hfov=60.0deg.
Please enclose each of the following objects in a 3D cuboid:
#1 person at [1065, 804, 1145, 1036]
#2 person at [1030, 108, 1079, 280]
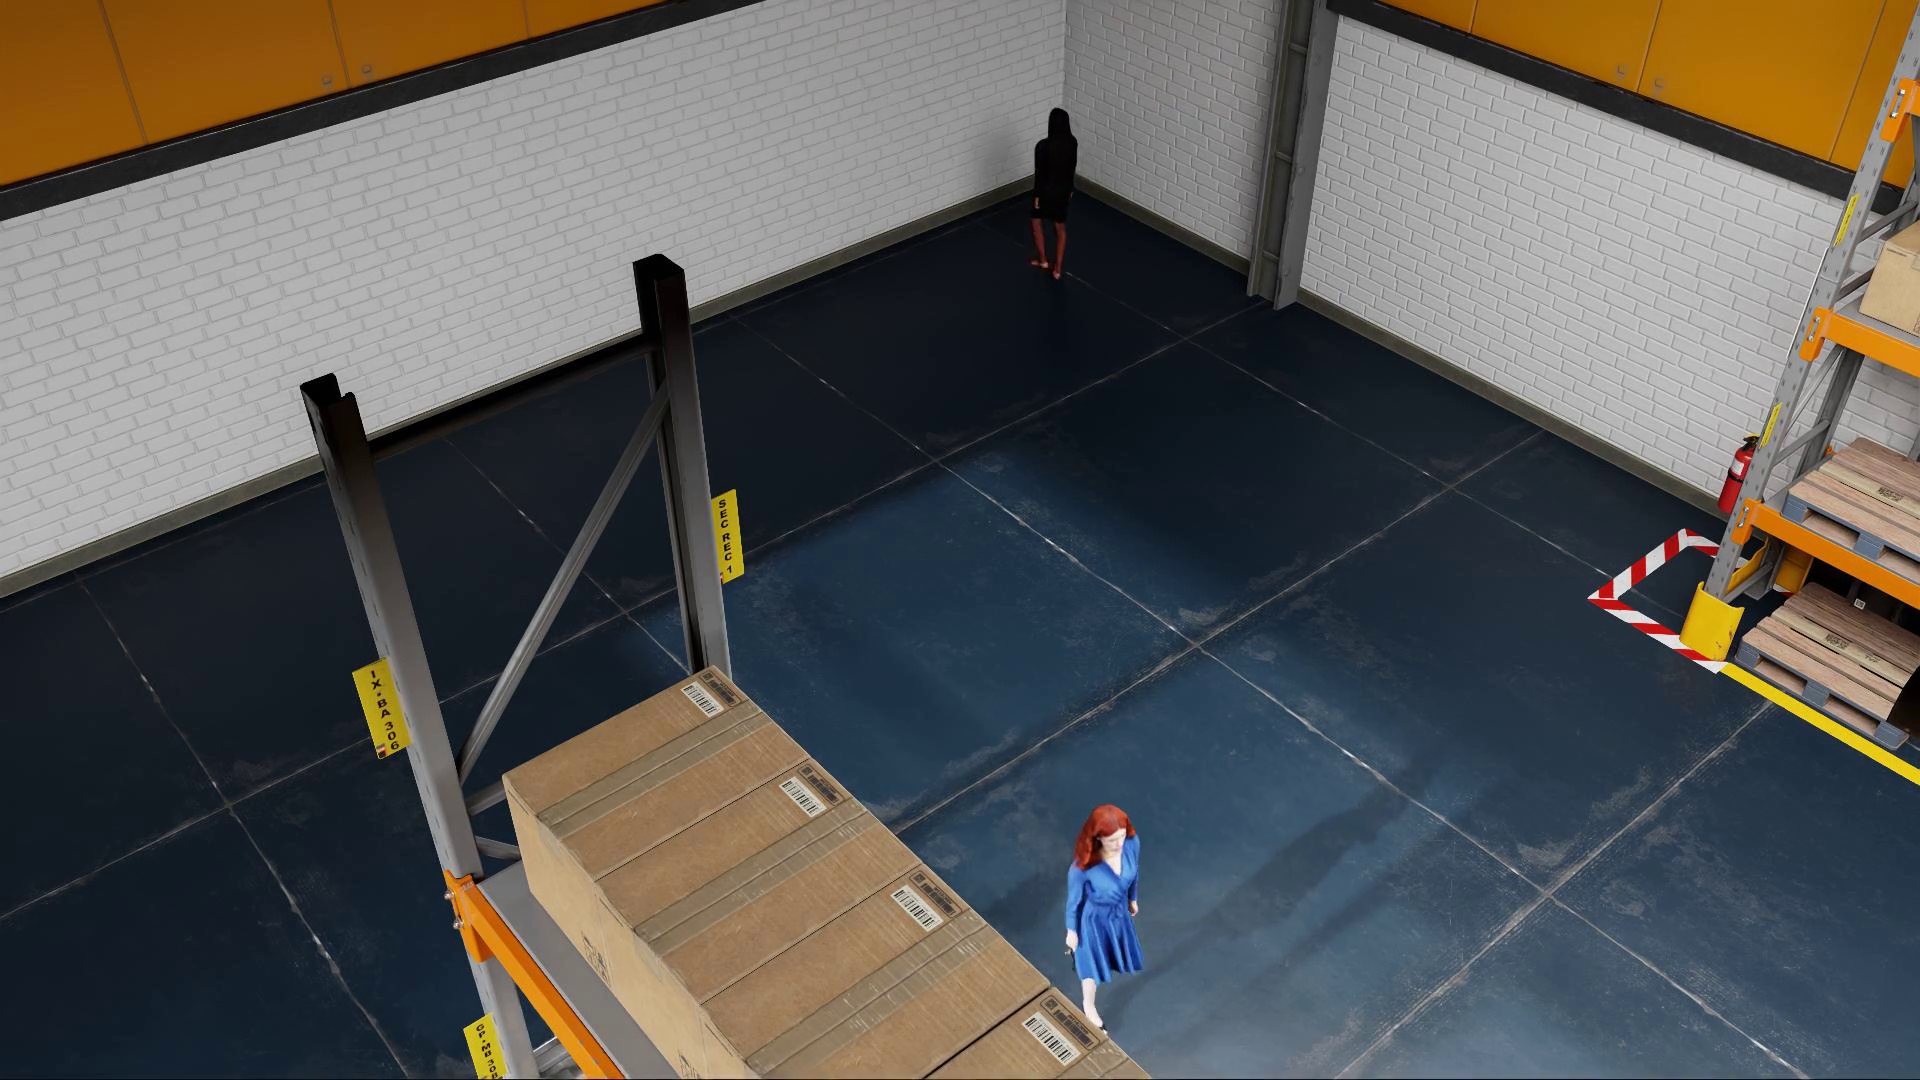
[{"bbox_3d":[0.725,2.019,9.102,0.666,1.814,0.805,-22,44,-25],"label":"person"},{"bbox_3d":[0.932,-3.254,15.784,0.694,1.714,0.696,-17,42,-20],"label":"person"}]
